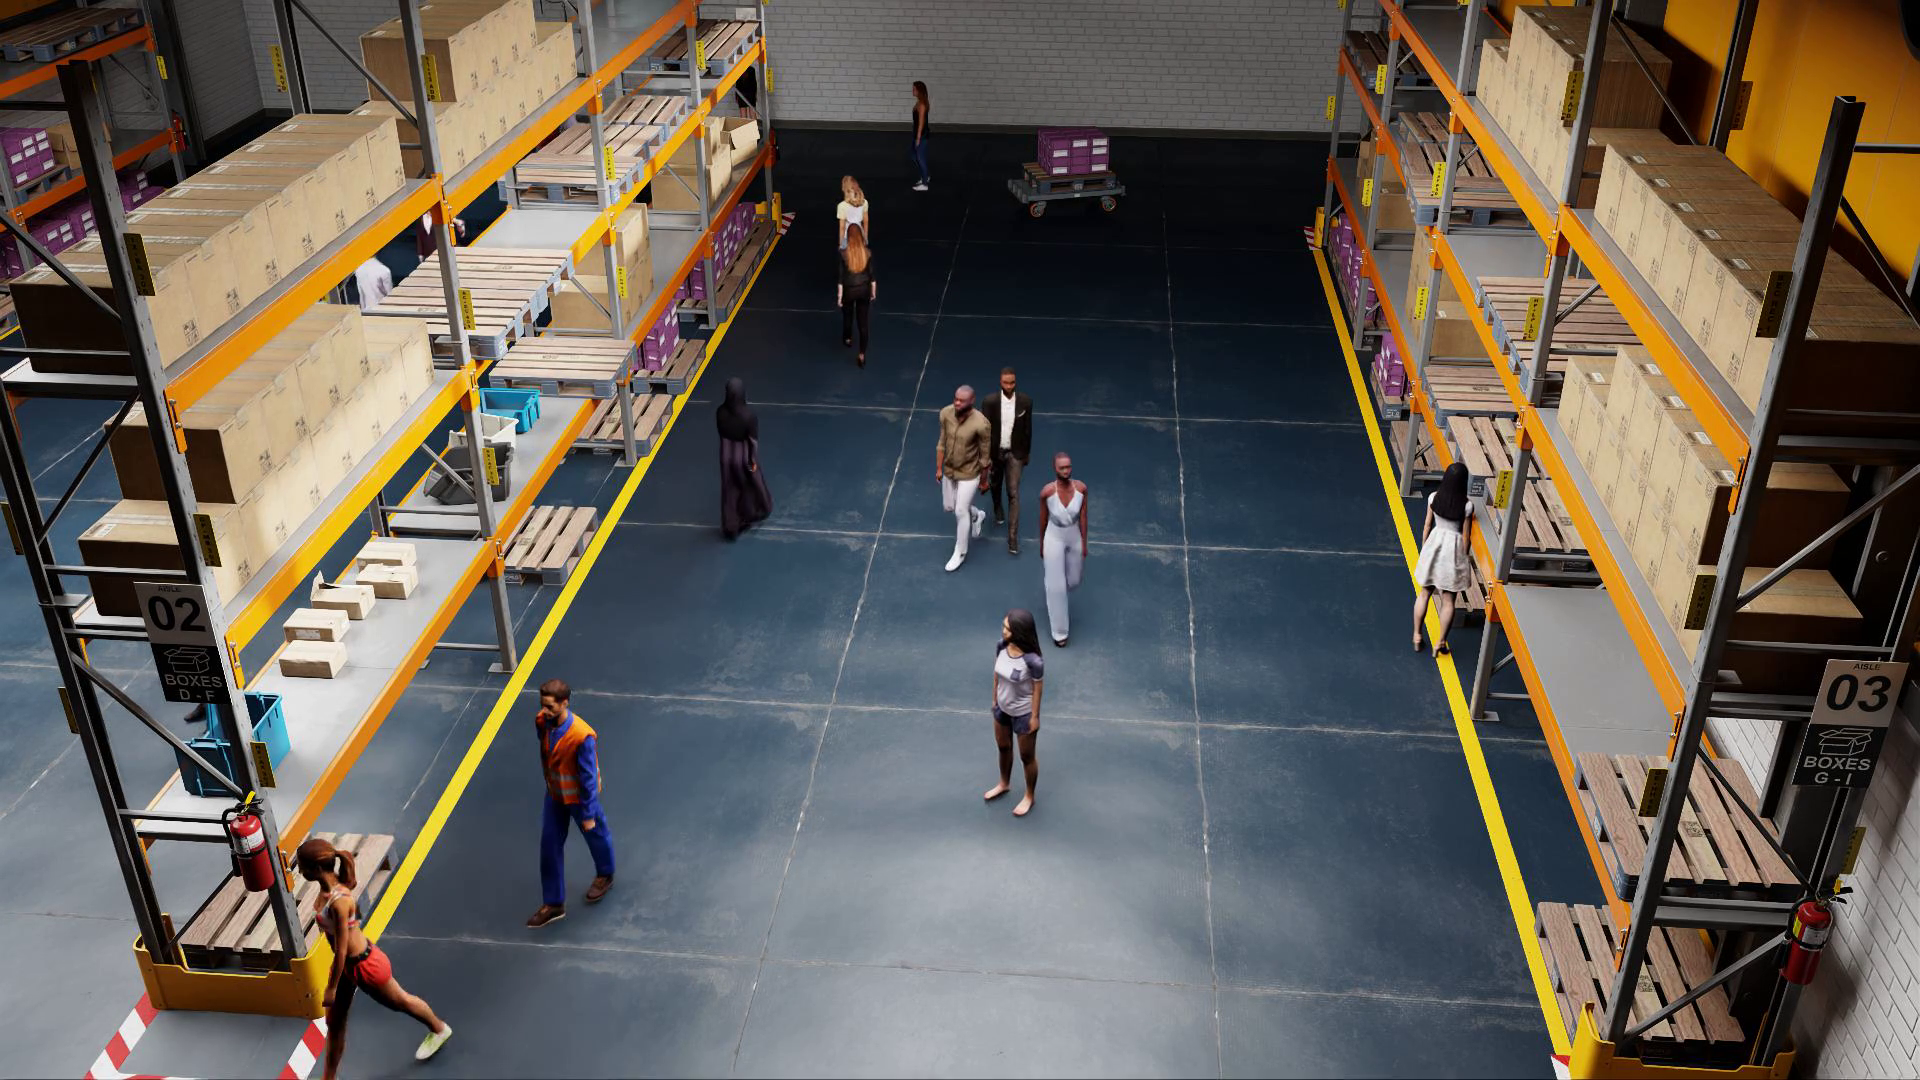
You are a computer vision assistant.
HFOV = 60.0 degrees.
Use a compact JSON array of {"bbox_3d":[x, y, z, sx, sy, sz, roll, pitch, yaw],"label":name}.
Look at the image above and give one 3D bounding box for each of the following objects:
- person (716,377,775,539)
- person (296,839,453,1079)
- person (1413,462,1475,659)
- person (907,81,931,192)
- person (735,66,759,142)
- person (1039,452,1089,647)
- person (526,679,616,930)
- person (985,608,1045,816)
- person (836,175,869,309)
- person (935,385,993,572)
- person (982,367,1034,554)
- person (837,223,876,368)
[{"bbox_3d":[-2.166,-0.778,15.973,0.734,1.610,1.053,7,29,12],"label":"person"},{"bbox_3d":[-3.459,2.500,9.842,1.194,1.726,1.136,-22,36,-35],"label":"person"},{"bbox_3d":[4.100,0.163,14.083,0.777,1.769,0.803,19,34,31],"label":"person"},{"bbox_3d":[-0.538,-6.318,26.024,0.703,1.711,0.585,-3,29,-6],"label":"person"},{"bbox_3d":[-3.676,-7.646,28.630,0.614,1.548,0.619,-10,30,-18],"label":"person"},{"bbox_3d":[0.863,0.021,14.344,0.780,1.768,0.989,-7,29,-13],"label":"person"},{"bbox_3d":[-2.546,1.684,11.227,0.952,1.834,1.117,14,32,24],"label":"person"},{"bbox_3d":[0.424,1.225,12.201,0.677,1.707,0.719,25,38,38],"label":"person"},{"bbox_3d":[-1.377,-3.866,21.518,0.699,1.723,0.756,-22,35,-34],"label":"person"},{"bbox_3d":[0.060,-0.645,15.526,0.985,1.804,1.099,19,34,31],"label":"person"},{"bbox_3d":[0.404,-0.845,15.943,0.711,1.757,1.175,-1,29,-2],"label":"person"},{"bbox_3d":[-1.225,-2.874,19.745,0.781,1.678,1.107,-4,29,-8],"label":"person"}]
